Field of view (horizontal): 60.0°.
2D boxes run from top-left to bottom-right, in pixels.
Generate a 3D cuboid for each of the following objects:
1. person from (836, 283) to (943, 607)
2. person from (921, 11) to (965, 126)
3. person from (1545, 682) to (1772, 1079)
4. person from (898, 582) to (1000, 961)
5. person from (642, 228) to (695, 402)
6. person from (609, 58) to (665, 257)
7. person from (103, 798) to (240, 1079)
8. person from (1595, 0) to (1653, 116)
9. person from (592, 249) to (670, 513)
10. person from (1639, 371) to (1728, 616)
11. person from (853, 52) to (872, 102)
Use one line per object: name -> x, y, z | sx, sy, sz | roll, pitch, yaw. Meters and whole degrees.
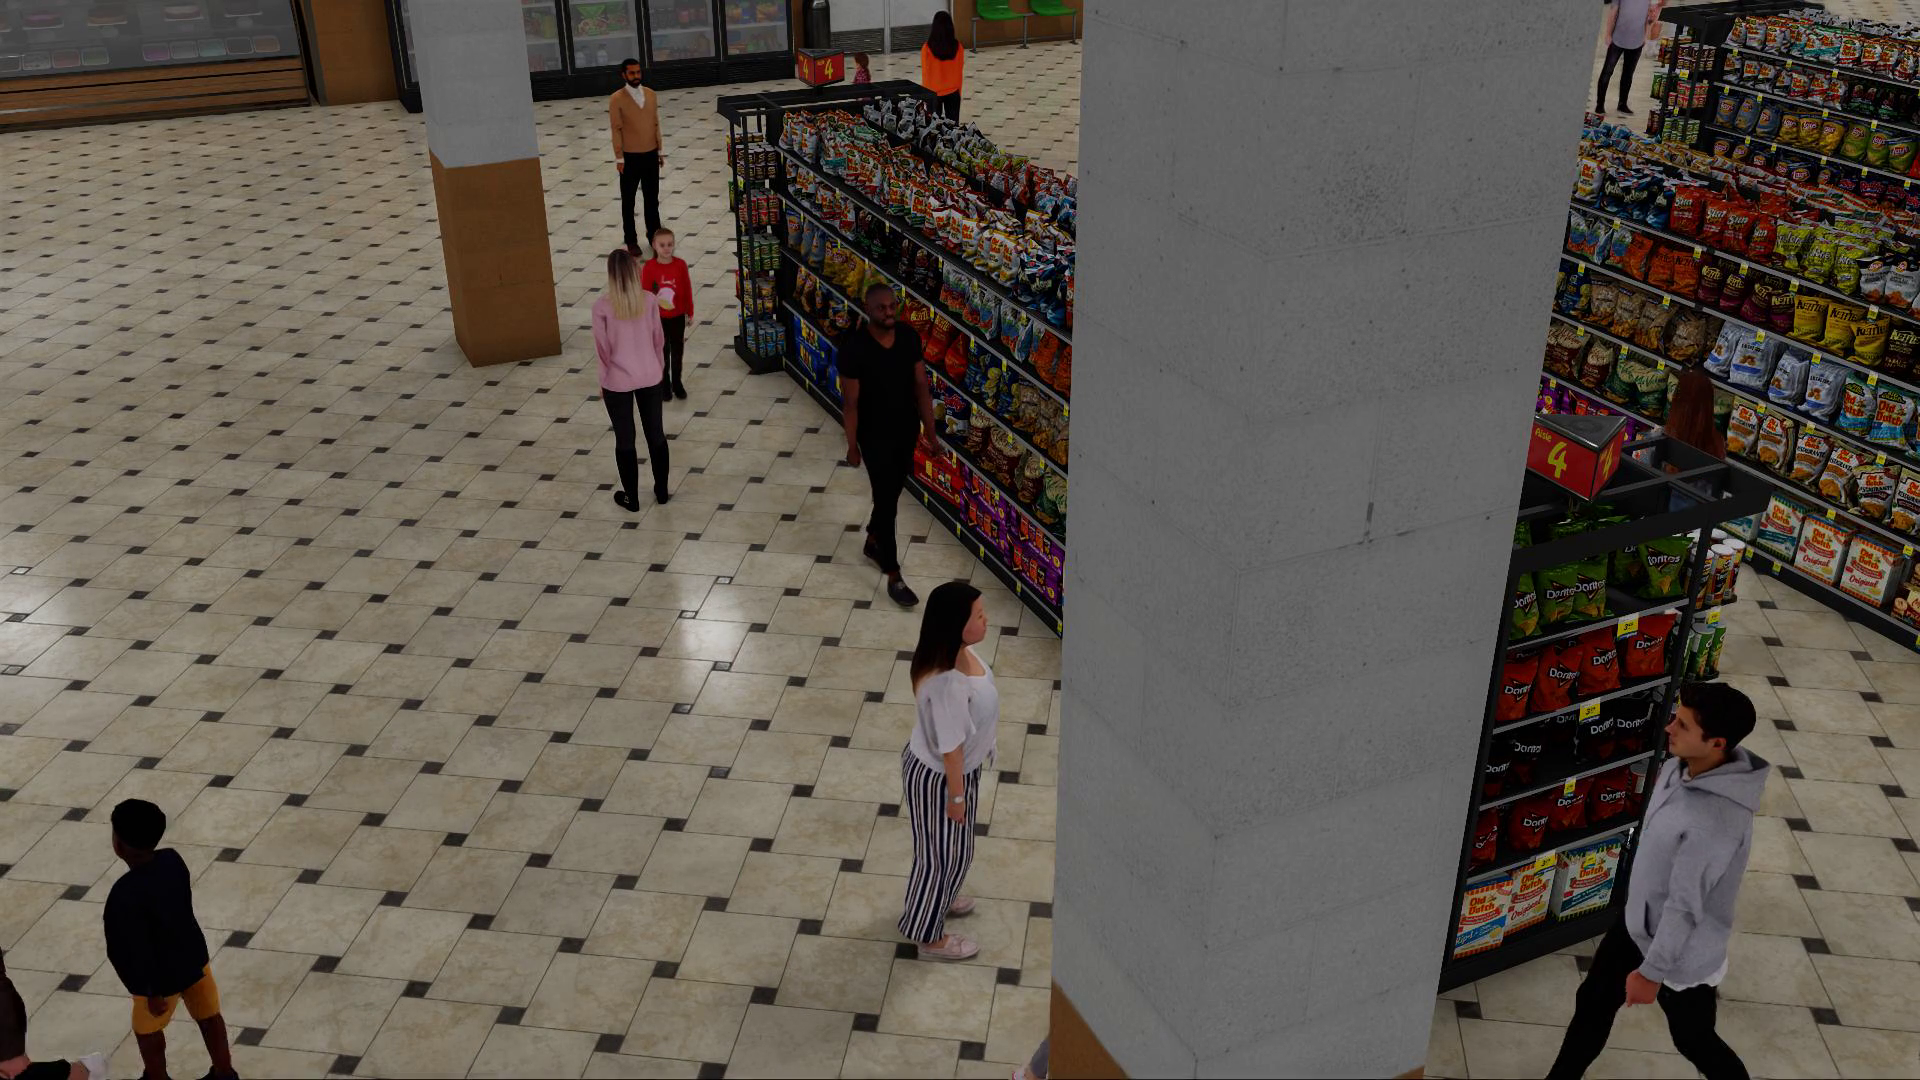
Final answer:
person -> -0.437, -0.600, 9.435 | 0.775, 1.797, 1.032 | -17, 31, -30
person -> -0.176, -4.691, 17.556 | 0.630, 1.748, 0.572 | -9, 28, -18
person -> 2.470, 1.338, 5.519 | 1.161, 1.882, 1.262 | 2, 27, 5
person -> -0.060, 0.902, 6.609 | 0.836, 1.675, 0.718 | -1, 27, -2
person -> -2.137, -1.653, 12.091 | 0.501, 1.272, 0.499 | -12, 29, -22
person -> -2.949, -3.518, 15.236 | 0.718, 1.754, 0.687 | -21, 34, -35
person -> -2.754, 1.492, 5.915 | 0.757, 1.250, 0.716 | 3, 27, 5
person -> 8.144, -6.134, 20.303 | 0.745, 1.837, 0.719 | -2, 27, -4
person -> -2.032, -0.992, 10.328 | 0.609, 1.688, 0.556 | -15, 30, -26
person -> 3.576, 0.006, 8.362 | 0.749, 1.687, 0.789 | 0, 27, 0
person -> -1.110, -5.100, 19.170 | 0.565, 1.018, 0.498 | 6, 28, 12
